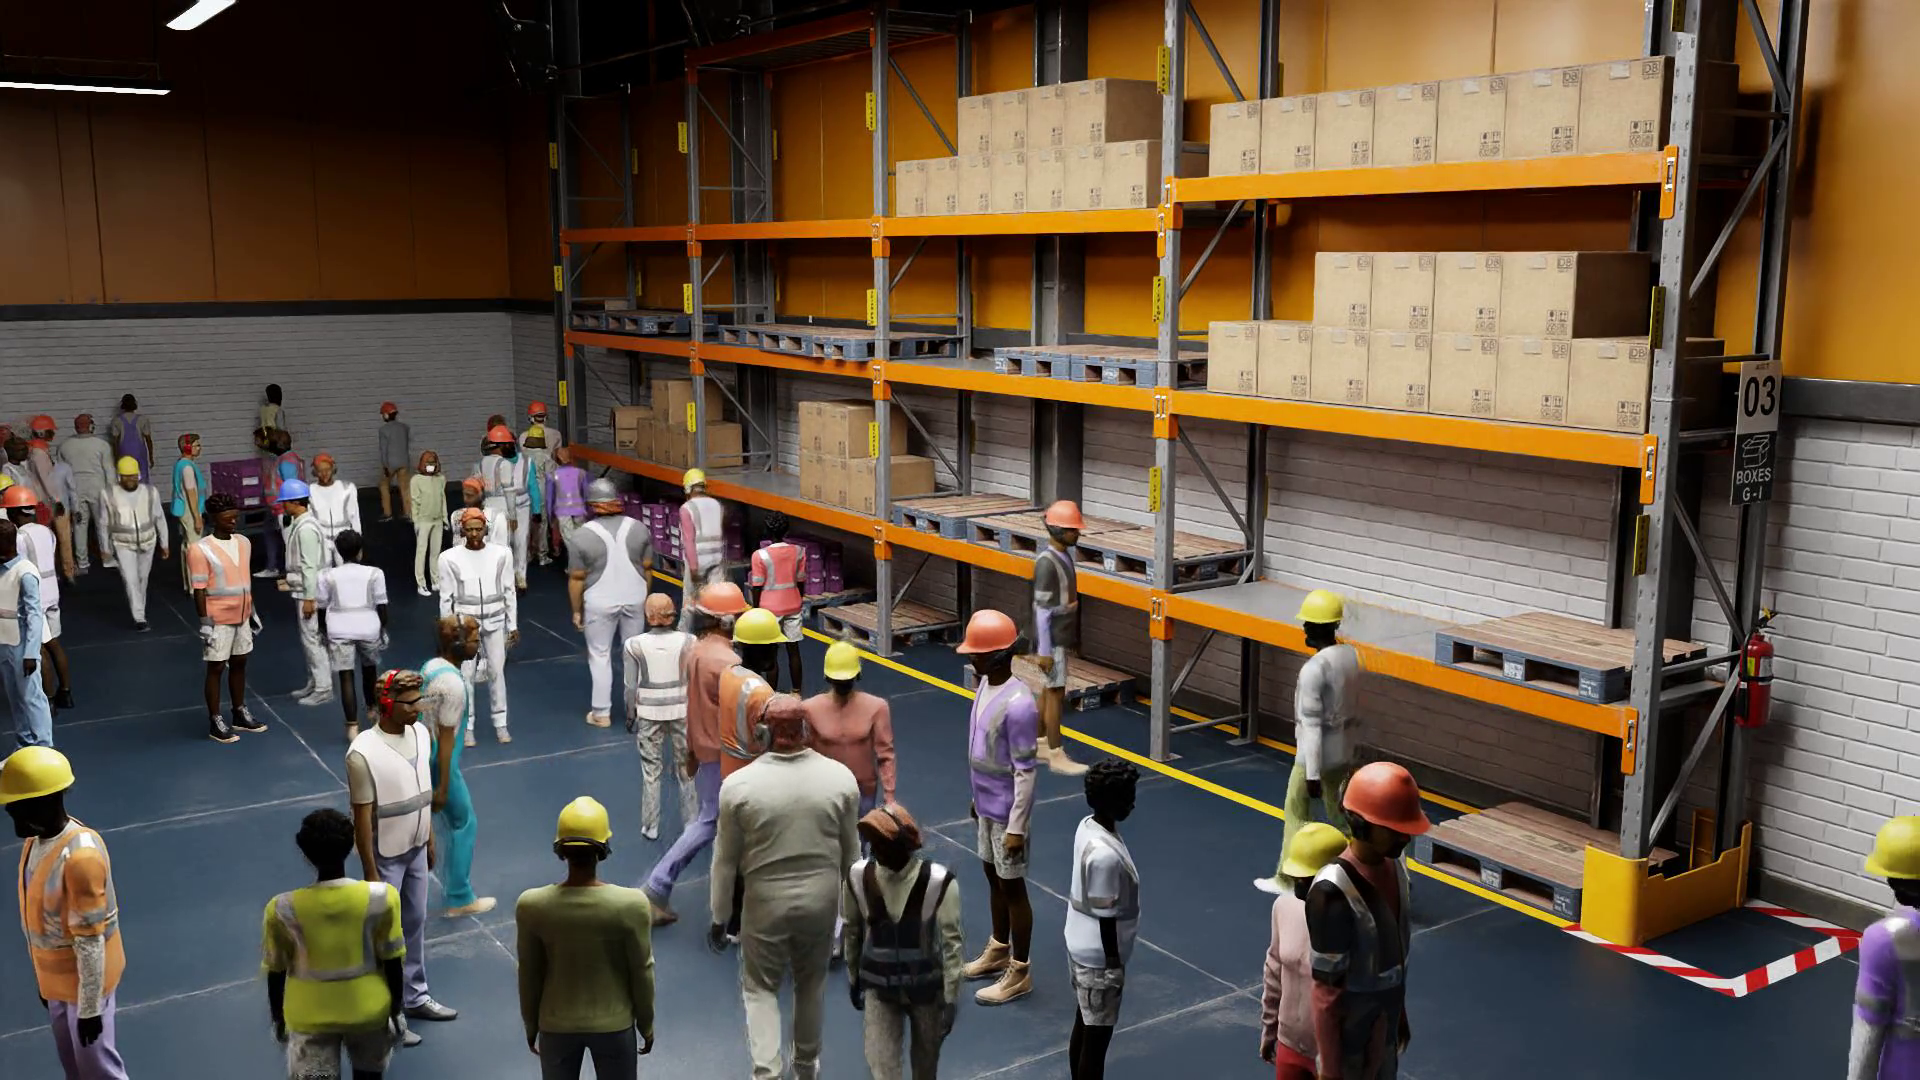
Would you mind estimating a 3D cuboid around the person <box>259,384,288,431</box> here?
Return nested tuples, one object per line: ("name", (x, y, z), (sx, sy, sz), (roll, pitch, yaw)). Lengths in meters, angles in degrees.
("person", (-10.191, -1.363, 24.772), (0.593, 1.921, 0.392), (8, 12, 38))

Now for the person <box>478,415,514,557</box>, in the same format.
("person", (-5.781, -0.654, 20.918), (0.428, 1.829, 0.604), (5, 11, 26))

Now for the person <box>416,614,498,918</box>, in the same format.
("person", (-3.047, 1.320, 9.455), (0.703, 1.792, 0.522), (-7, 12, -37))

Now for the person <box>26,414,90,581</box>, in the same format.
("person", (-10.572, -0.487, 19.459), (0.765, 1.966, 0.626), (-5, 11, -28))

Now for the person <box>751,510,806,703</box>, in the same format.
("person", (-1.524, 0.593, 13.961), (0.537, 1.693, 0.320), (-8, 13, -40))

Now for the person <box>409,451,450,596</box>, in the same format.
("person", (-5.975, -0.198, 18.776), (0.285, 1.631, 0.501), (6, 11, 31))

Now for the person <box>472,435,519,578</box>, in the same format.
("person", (-5.283, -0.336, 19.095), (0.547, 1.814, 0.743), (1, 10, 8))

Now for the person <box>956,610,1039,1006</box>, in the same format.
("person", (0.182, 1.353, 8.489), (0.394, 2.037, 0.605), (-3, 10, -17))

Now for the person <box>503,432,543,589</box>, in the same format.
("person", (-5.109, -0.332, 18.990), (0.663, 1.820, 0.550), (-4, 11, -24))

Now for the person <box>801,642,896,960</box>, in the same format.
("person", (-0.620, 1.402, 9.167), (0.532, 1.718, 0.939), (-2, 10, -9))

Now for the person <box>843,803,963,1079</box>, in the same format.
("person", (-0.245, 1.867, 6.743), (0.510, 1.595, 0.753), (1, 10, 6))

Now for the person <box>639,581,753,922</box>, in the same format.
("person", (-1.448, 1.212, 9.585), (0.977, 1.965, 0.603), (-4, 11, -25))

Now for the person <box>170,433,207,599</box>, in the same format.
("person", (-8.584, -0.266, 18.546), (0.388, 1.847, 0.564), (-7, 12, -34))

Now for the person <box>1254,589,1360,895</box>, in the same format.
("person", (2.160, 1.224, 9.656), (0.863, 1.901, 0.595), (9, 13, 42))

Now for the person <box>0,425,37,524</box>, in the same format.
("person", (-10.734, -0.349, 18.846), (0.651, 1.910, 0.409), (3, 10, 16))

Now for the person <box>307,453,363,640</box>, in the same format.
("person", (-6.299, 0.048, 16.641), (0.588, 1.867, 0.561), (-5, 11, -25))

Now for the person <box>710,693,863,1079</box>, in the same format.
("person", (-0.751, 1.628, 7.374), (0.687, 1.880, 0.685), (-3, 10, -16))

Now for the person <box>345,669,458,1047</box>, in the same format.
("person", (-2.749, 1.523, 8.087), (0.395, 1.836, 0.561), (3, 10, 16))

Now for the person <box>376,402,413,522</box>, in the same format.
("person", (-8.152, -1.116, 23.894), (0.644, 1.728, 0.564), (6, 12, 33))

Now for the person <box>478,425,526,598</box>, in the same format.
("person", (-5.109, -0.312, 18.552), (0.550, 1.935, 0.376), (8, 13, 39))

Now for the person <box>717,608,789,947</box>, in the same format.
("person", (-1.103, 1.315, 9.030), (0.371, 1.925, 0.595), (-5, 11, -29))

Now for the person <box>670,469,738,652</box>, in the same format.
("person", (-2.483, 0.199, 16.101), (0.997, 1.748, 0.599), (9, 13, 42))

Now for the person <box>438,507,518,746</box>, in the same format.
("person", (-3.743, 0.674, 12.959), (0.578, 1.877, 0.339), (-4, 11, -25))

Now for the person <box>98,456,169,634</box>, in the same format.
("person", (-8.461, 0.020, 17.055), (0.609, 1.789, 0.921), (-8, 12, -39))

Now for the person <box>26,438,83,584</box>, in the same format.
("person", (-10.619, -0.351, 19.464), (0.630, 1.711, 0.713), (-6, 11, -30))

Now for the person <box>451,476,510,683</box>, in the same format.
("person", (-4.288, 0.329, 15.027), (0.578, 1.866, 0.637), (3, 10, 19))

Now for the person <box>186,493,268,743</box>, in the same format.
("person", (-5.780, 0.597, 13.131), (0.368, 1.966, 0.603), (3, 10, 18))

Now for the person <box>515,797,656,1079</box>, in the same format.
("person", (-1.428, 1.849, 6.398), (0.526, 1.760, 0.334), (0, 10, 0))

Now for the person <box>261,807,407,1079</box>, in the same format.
("person", (-2.470, 1.872, 6.598), (0.537, 1.649, 0.889), (-3, 10, -19))

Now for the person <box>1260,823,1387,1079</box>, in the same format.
("person", (1.313, 1.890, 6.131), (0.328, 1.767, 0.532), (-8, 12, -38))

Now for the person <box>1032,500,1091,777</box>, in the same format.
("person", (0.732, 0.711, 12.270), (0.422, 2.040, 0.623), (3, 10, 15))

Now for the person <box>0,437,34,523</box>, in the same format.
("person", (-10.375, -0.223, 18.334), (0.339, 1.839, 0.503), (-2, 10, -12))

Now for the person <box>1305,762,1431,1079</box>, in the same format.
("person", (1.482, 1.775, 6.051), (0.409, 2.028, 0.618), (7, 12, 37))

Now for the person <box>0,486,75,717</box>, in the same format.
("person", (-7.695, 0.510, 13.783), (0.419, 1.927, 0.548), (0, 10, 2))

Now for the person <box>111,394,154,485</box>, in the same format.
("person", (-11.887, -1.181, 23.919), (0.515, 1.844, 0.333), (-5, 11, -25))

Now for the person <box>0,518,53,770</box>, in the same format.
("person", (-6.918, 0.779, 12.222), (0.589, 1.914, 0.392), (7, 12, 36))

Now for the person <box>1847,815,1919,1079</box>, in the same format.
("person", (3.455, 1.882, 5.860), (0.736, 1.890, 0.364), (-2, 10, -9))

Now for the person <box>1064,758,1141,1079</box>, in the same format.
("person", (0.612, 1.756, 7.131), (0.320, 1.692, 0.531), (-1, 10, -3))

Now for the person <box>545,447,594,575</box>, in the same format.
("person", (-4.549, -0.294, 19.470), (0.568, 1.589, 0.836), (-6, 11, -30))

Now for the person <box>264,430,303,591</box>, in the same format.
("person", (-7.711, -0.344, 19.022), (0.429, 1.841, 0.634), (-4, 10, -22))

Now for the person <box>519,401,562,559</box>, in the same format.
("person", (-5.301, -0.760, 21.012), (0.386, 1.992, 0.624), (9, 13, 43))

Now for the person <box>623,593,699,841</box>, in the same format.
("person", (-1.926, 1.151, 10.842), (0.514, 1.639, 0.310), (-2, 10, -12))

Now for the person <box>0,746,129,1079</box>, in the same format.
("person", (-3.539, 1.739, 6.588), (0.584, 1.918, 0.409), (9, 13, 42))

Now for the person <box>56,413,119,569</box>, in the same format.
("person", (-10.596, -0.587, 20.259), (0.644, 1.907, 0.399), (-1, 10, -5))

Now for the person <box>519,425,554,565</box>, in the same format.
("person", (-5.238, -0.553, 20.578), (0.490, 1.731, 0.324), (1, 10, 7))

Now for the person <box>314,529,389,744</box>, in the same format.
("person", (-4.837, 0.735, 13.239), (0.542, 1.640, 0.884), (-4, 11, -24))

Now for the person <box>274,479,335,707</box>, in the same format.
("person", (-5.550, 0.444, 14.131), (0.433, 1.933, 0.628), (-4, 10, -23))

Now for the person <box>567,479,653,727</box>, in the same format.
("person", (-2.860, 0.494, 13.520), (0.702, 2.000, 0.537), (-5, 11, -29))
